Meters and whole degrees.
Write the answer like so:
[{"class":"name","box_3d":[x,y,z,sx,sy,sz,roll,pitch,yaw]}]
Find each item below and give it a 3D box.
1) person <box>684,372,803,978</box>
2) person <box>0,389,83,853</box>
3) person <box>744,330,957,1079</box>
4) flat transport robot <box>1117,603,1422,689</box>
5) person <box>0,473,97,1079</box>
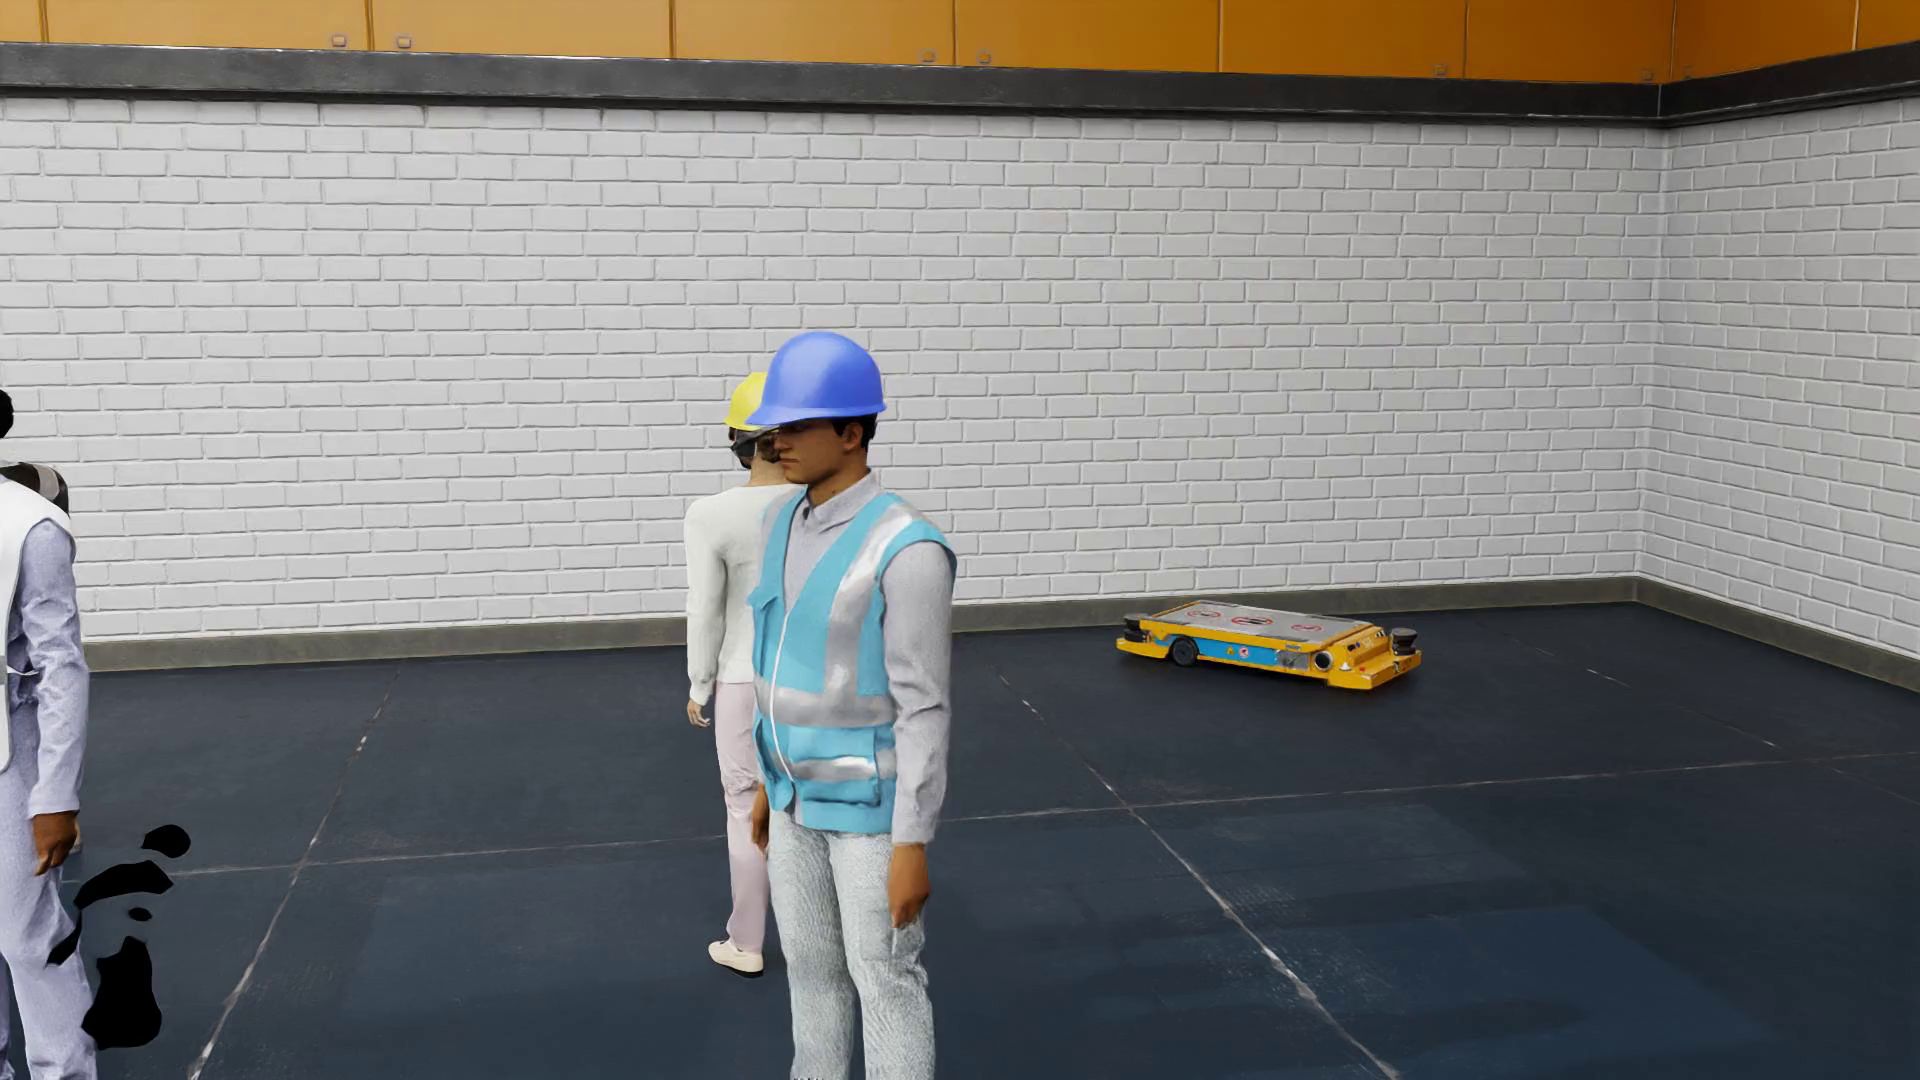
[{"class":"person","box_3d":[-0.553,0.397,4.882,0.525,1.772,0.306,-5,10,-27]},{"class":"person","box_3d":[-3.295,0.297,5.710,0.319,1.698,0.532,6,11,33]},{"class":"person","box_3d":[-0.253,0.531,3.529,0.401,1.946,0.609,-8,12,-39]},{"class":"flat transport robot","box_3d":[1.598,0.523,8.670,1.431,0.197,0.652,7,11,36]},{"class":"person","box_3d":[-2.188,0.518,3.693,0.596,1.918,0.386,3,10,19]}]
